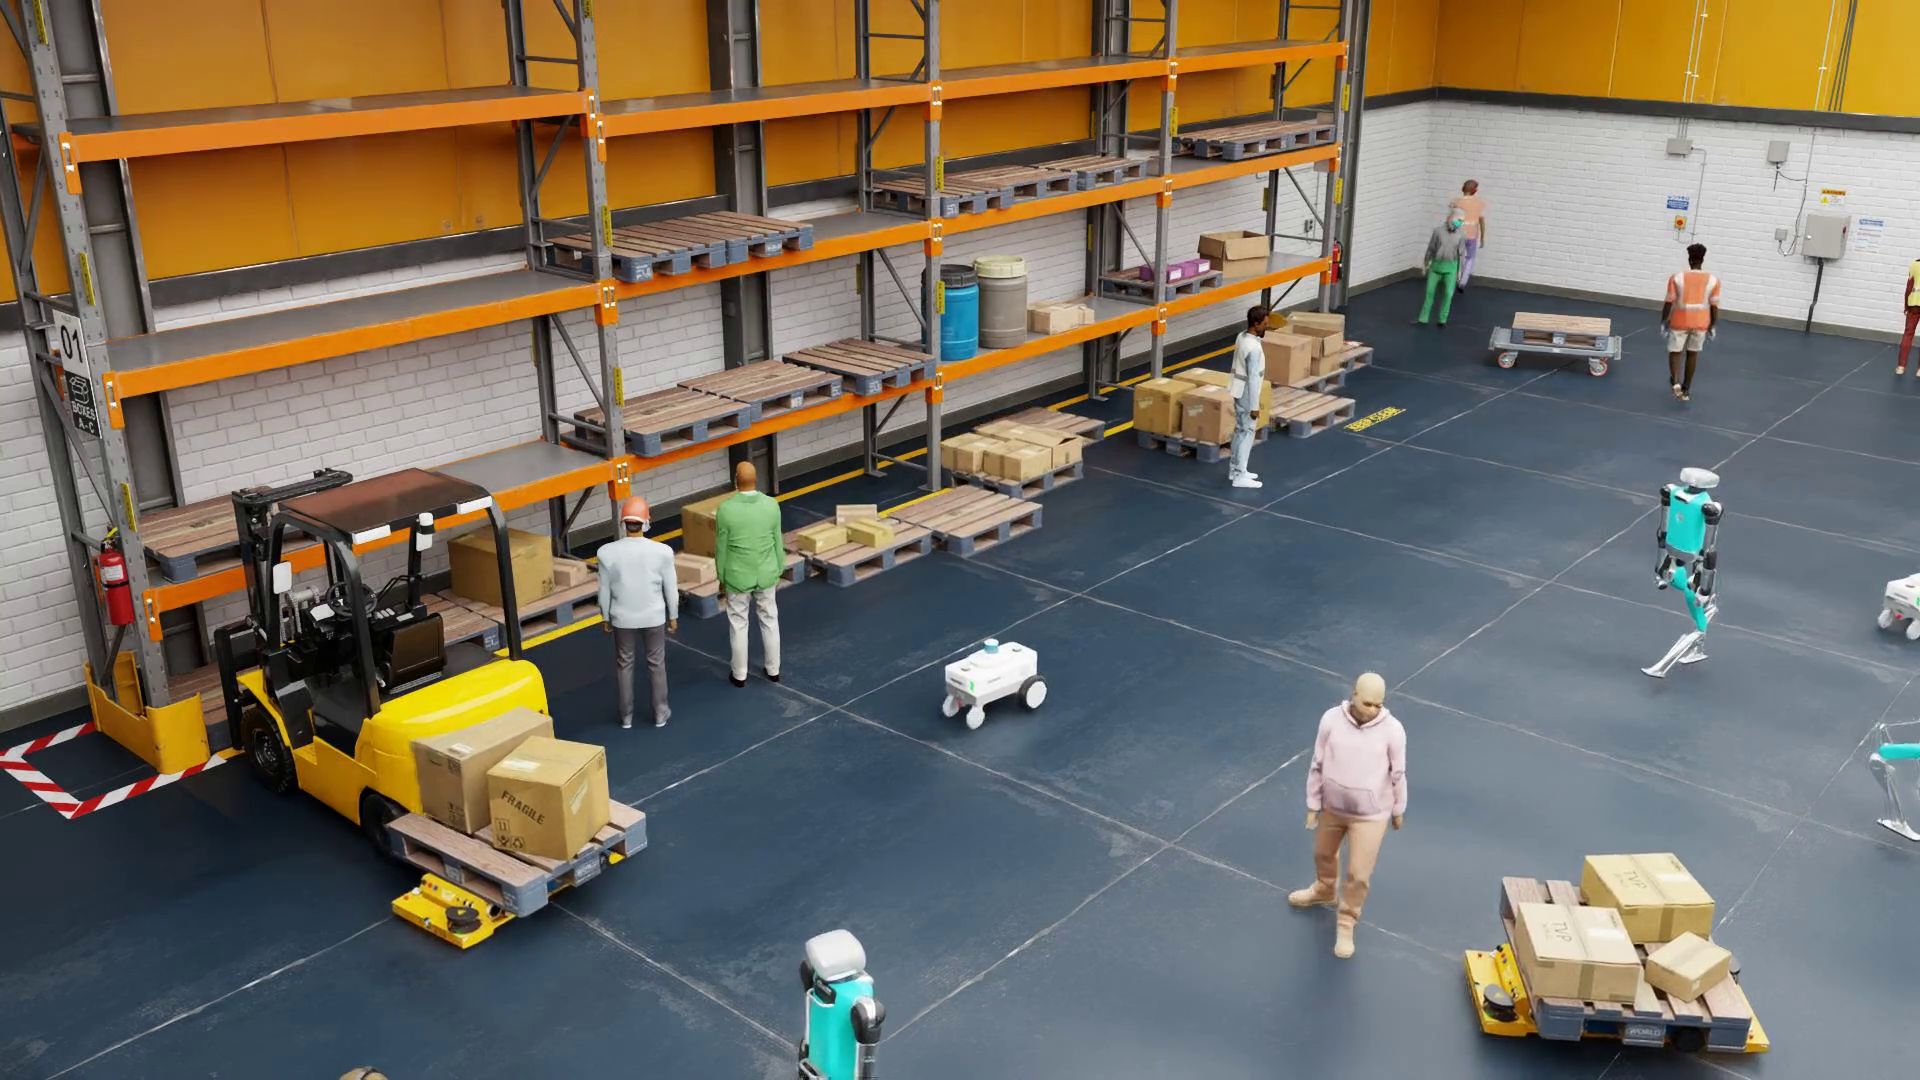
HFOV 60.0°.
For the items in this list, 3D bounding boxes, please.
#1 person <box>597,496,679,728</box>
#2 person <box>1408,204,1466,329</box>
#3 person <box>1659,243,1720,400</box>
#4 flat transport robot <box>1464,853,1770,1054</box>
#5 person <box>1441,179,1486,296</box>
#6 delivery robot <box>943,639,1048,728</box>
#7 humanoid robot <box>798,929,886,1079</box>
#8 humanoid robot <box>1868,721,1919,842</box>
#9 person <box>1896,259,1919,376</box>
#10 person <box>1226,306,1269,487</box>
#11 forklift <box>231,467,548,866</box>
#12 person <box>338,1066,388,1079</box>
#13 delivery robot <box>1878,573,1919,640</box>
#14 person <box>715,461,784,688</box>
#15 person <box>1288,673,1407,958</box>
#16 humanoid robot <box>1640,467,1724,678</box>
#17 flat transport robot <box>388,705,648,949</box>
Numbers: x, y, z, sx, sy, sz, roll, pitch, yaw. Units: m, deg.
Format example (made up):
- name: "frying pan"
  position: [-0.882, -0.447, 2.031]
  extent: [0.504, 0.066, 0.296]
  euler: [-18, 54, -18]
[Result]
- name: "person"
  position: [-2.312, 0.524, 12.008]
  extent: [0.571, 1.738, 0.347]
  euler: [-3, 20, -8]
- name: "person"
  position: [6.918, -3.957, 24.031]
  extent: [0.701, 1.822, 0.394]
  euler: [6, 21, 16]
- name: "person"
  position: [8.891, -2.630, 20.266]
  extent: [0.652, 1.938, 0.603]
  euler: [5, 21, 13]
- name: "flat transport robot"
  position: [3.506, 2.437, 8.949]
  extent: [1.431, 0.231, 0.659]
  euler: [2, 20, 7]
- name: "person"
  position: [7.894, -4.726, 26.102]
  extent: [0.670, 1.826, 0.433]
  euler: [4, 21, 9]
- name: "delivery robot"
  position: [0.237, 1.015, 12.344]
  extent: [0.738, 0.563, 0.499]
  euler: [-17, 26, -39]
- name: "humanoid robot"
  position: [-0.647, 2.464, 6.773]
  extent: [1.043, 1.731, 0.576]
  euler: [-13, 24, -32]
- name: "humanoid robot"
  position: [6.059, 1.168, 10.274]
  extent: [0.537, 1.763, 0.924]
  euler: [-14, 24, -33]
- name: "person"
  position: [12.455, -2.999, 21.515]
  extent: [0.466, 1.768, 0.376]
  euler: [15, 25, 35]
- name: "person"
  position: [2.975, -1.481, 17.206]
  extent: [0.408, 1.908, 0.595]
  euler: [-2, 20, -4]
- name: "forklift"
  position: [-3.730, 0.710, 10.856]
  extent: [2.313, 2.155, 1.214]
  euler: [17, 26, 38]
- name: "person"
  position: [-2.027, 2.684, 5.873]
  extent: [0.373, 1.937, 0.629]
  euler: [5, 21, 13]
- name: "delivery robot"
  position: [8.051, 0.492, 13.815]
  extent: [0.806, 0.602, 0.499]
  euler: [-9, 22, -23]
- name: "person"
  position: [-1.593, 0.265, 12.667]
  extent: [0.534, 1.778, 0.389]
  euler: [-9, 22, -24]
- name: "person"
  position: [2.218, 1.479, 9.429]
  extent: [0.613, 1.740, 0.537]
  euler: [13, 24, 31]
- name: "humanoid robot"
  position: [5.641, 0.258, 12.720]
  extent: [0.985, 1.732, 0.549]
  euler: [-9, 22, -22]
- name: "flat transport robot"
  position: [-2.676, 1.991, 10.158]
  extent: [0.659, 0.231, 1.431]
  euler: [14, 24, 33]
